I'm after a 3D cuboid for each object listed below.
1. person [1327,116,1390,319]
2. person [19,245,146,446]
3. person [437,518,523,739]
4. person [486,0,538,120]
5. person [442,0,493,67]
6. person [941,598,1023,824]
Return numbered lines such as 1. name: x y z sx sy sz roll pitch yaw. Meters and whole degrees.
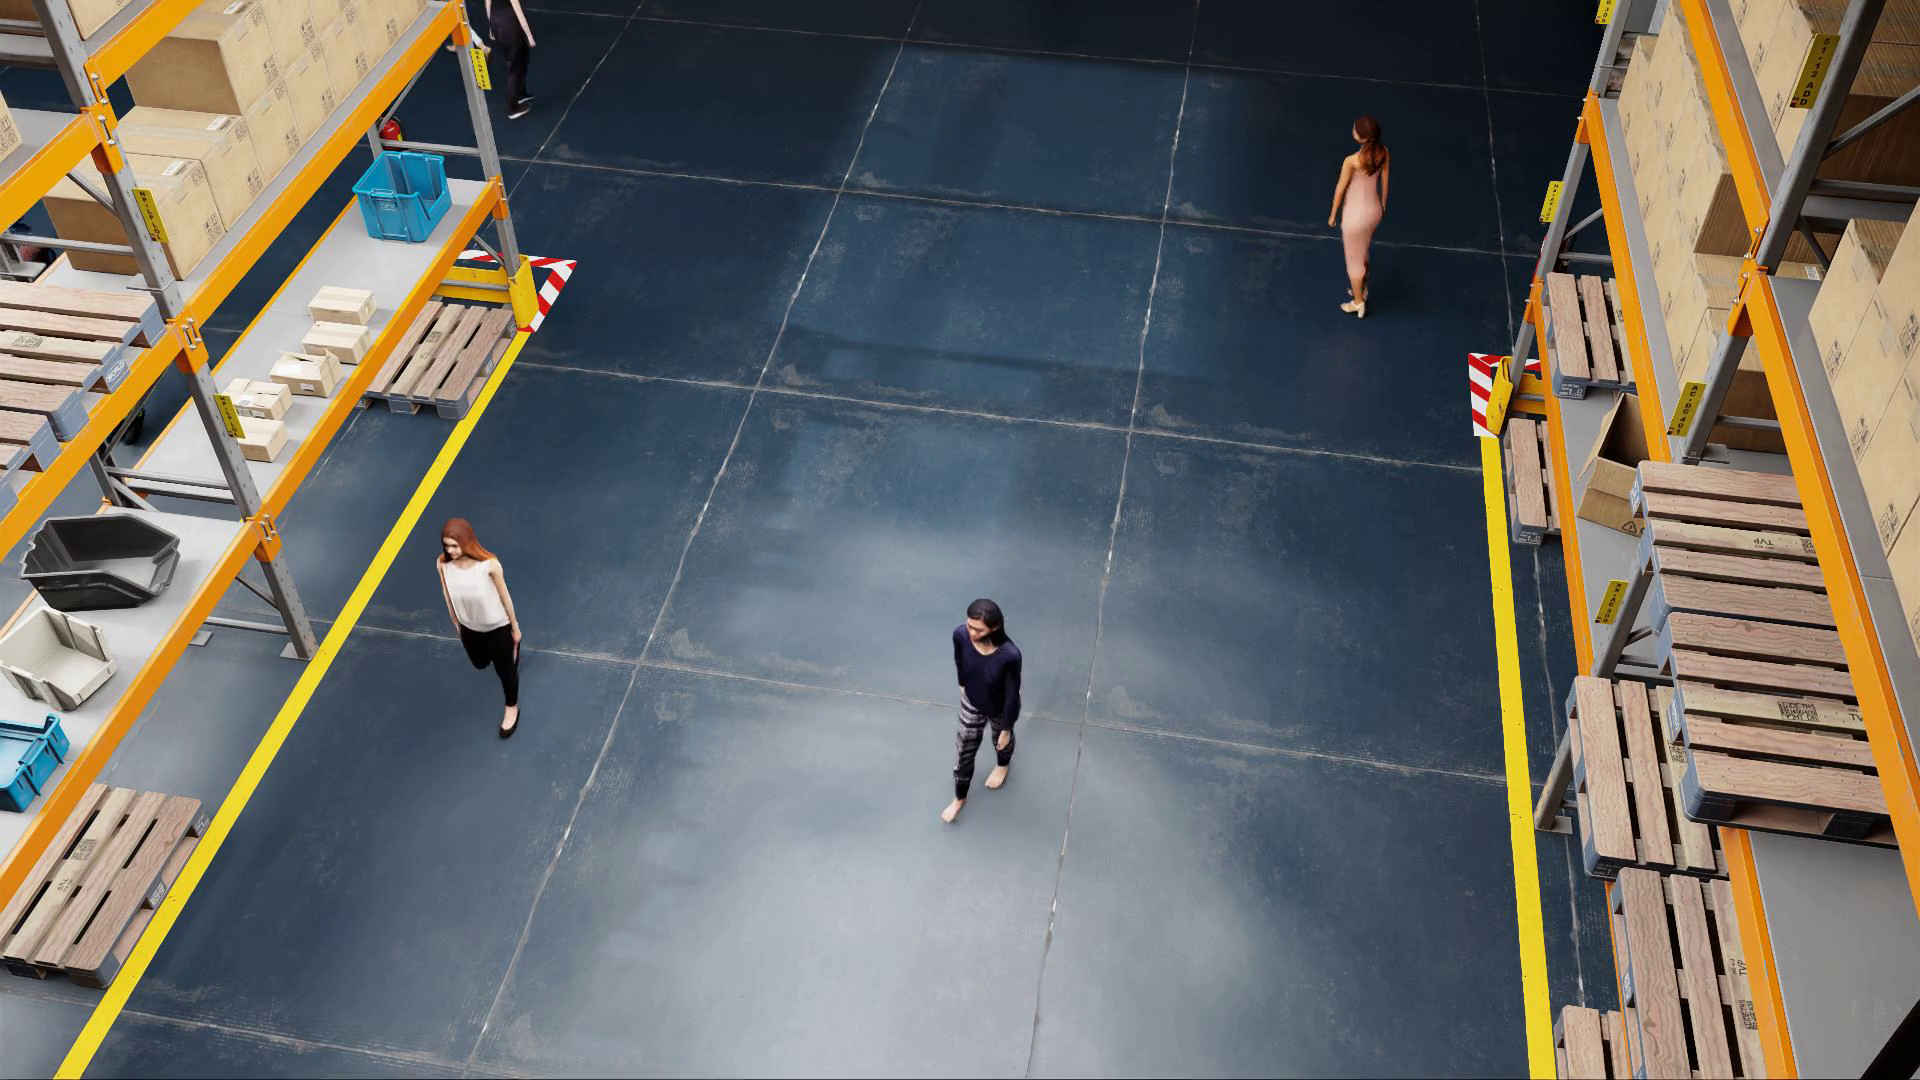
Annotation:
1. person: 3.279 -2.586 13.433 0.744 1.805 0.790 -12 45 -12
2. person: -6.467 -1.498 12.287 0.786 1.811 0.806 14 45 14
3. person: -2.909 0.448 10.319 0.585 1.708 0.879 6 44 6
4. person: -4.391 -4.817 15.828 0.750 1.732 0.811 27 50 26
5. person: -5.026 -5.537 16.630 0.947 1.669 1.037 30 51 28
6. person: 0.229 0.887 9.859 0.766 1.708 0.942 18 46 18
